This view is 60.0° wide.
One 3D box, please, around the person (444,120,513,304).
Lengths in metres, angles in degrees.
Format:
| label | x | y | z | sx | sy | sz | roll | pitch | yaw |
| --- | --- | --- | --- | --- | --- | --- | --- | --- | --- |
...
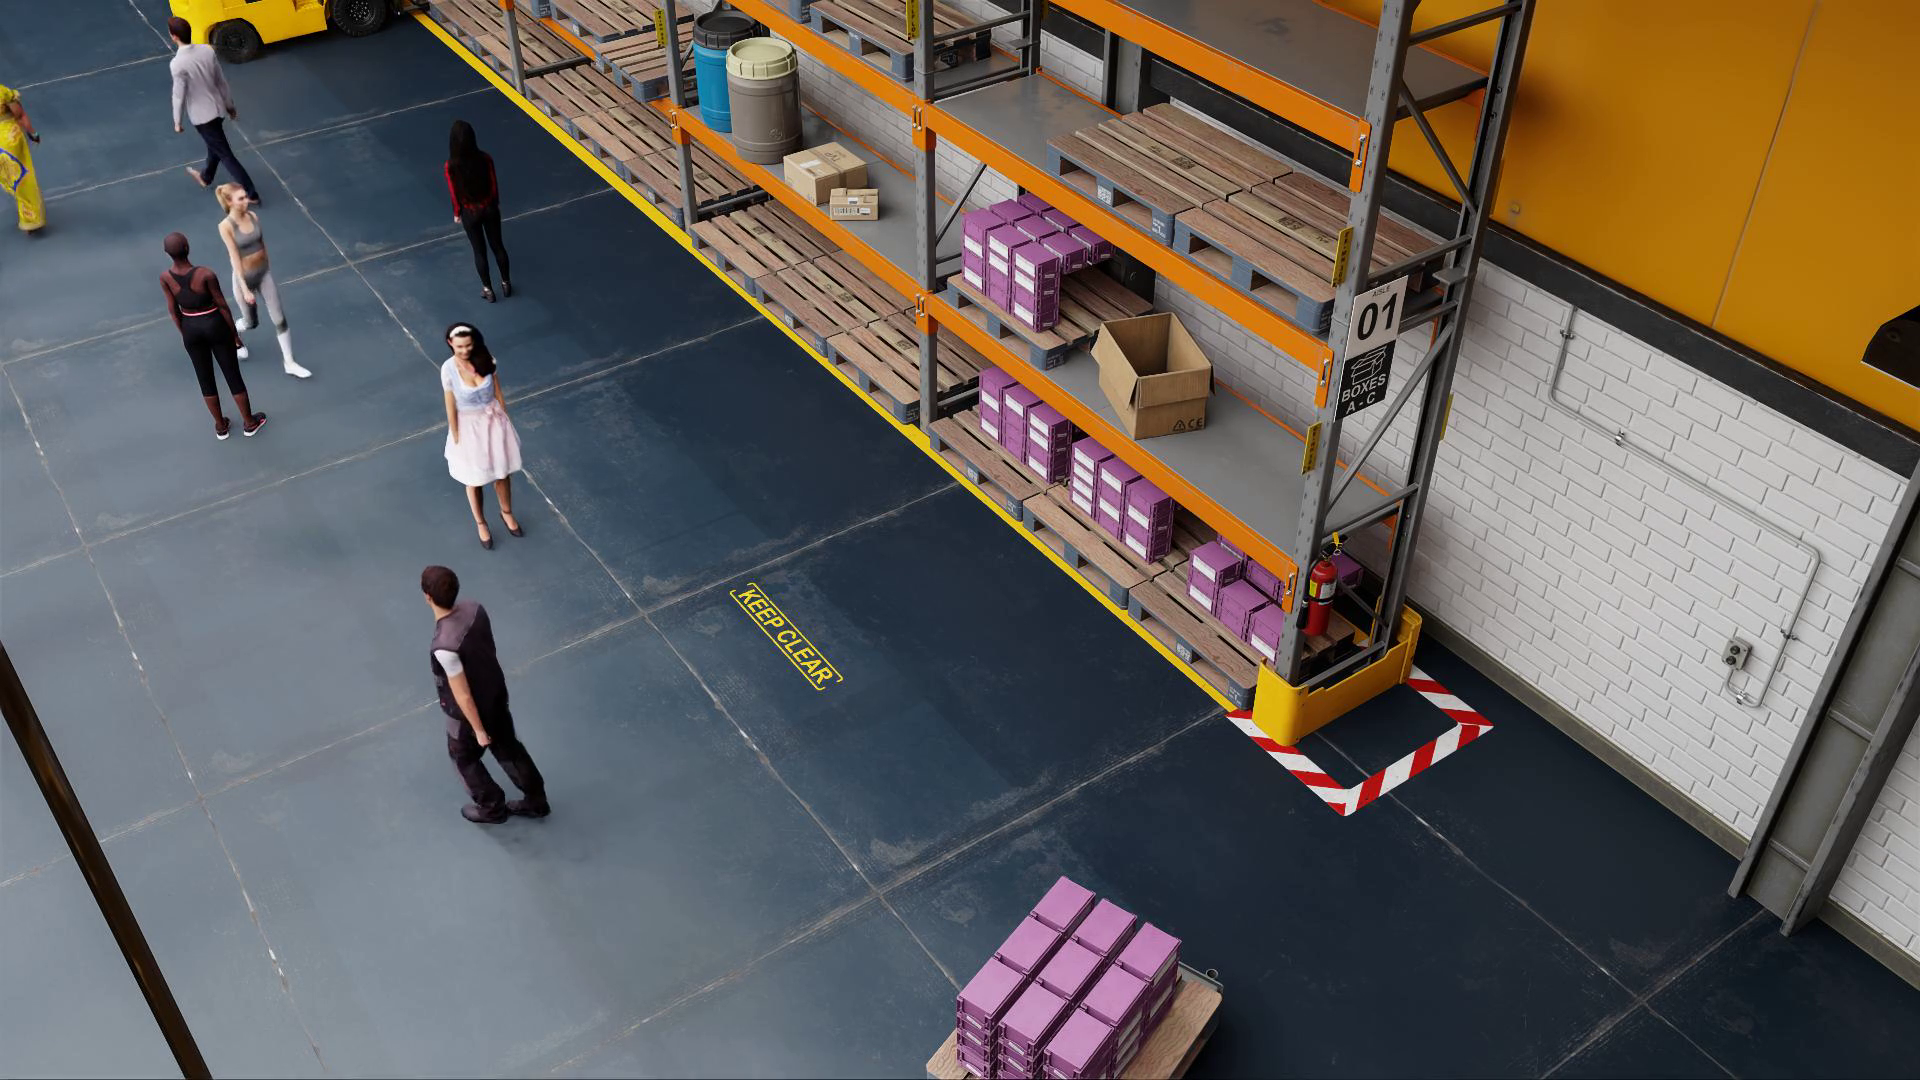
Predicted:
| label | x | y | z | sx | sy | sz | roll | pitch | yaw |
| --- | --- | --- | --- | --- | --- | --- | --- | --- | --- |
| person | -4.155 | -2.841 | 14.402 | 0.585 | 1.658 | 0.504 | -22 | 44 | -25 |

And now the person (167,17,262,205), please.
| label | x | y | z | sx | sy | sz | roll | pitch | yaw |
| --- | --- | --- | --- | --- | --- | --- | --- | --- | --- |
| person | -7.049 | -4.010 | 15.750 | 1.281 | 1.804 | 1.121 | 14 | 41 | 16 |

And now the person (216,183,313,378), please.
| label | x | y | z | sx | sy | sz | roll | pitch | yaw |
| --- | --- | --- | --- | --- | --- | --- | --- | --- | --- |
| person | -5.783 | -2.101 | 13.460 | 1.145 | 1.679 | 0.883 | 20 | 43 | 23 |

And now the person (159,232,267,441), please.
| label | x | y | z | sx | sy | sz | roll | pitch | yaw |
| --- | --- | --- | --- | --- | --- | --- | --- | --- | --- |
| person | -5.764 | -1.560 | 12.719 | 0.660 | 1.758 | 0.664 | -6 | 39 | -7 |

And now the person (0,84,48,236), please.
| label | x | y | z | sx | sy | sz | roll | pitch | yaw |
| --- | --- | --- | --- | --- | --- | --- | --- | --- | --- |
| person | -8.845 | -3.604 | 15.392 | 1.085 | 1.617 | 1.289 | -6 | 39 | -7 |

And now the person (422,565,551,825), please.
| label | x | y | z | sx | sy | sz | roll | pitch | yaw |
| --- | --- | --- | --- | --- | --- | --- | --- | --- | --- |
| person | -2.685 | 0.957 | 9.524 | 0.917 | 1.812 | 0.857 | 3 | 39 | 3 |

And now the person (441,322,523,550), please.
| label | x | y | z | sx | sy | sz | roll | pitch | yaw |
| --- | --- | --- | --- | --- | --- | --- | --- | --- | --- |
| person | -3.352 | -0.739 | 11.647 | 0.671 | 1.813 | 0.688 | -23 | 44 | -26 |
